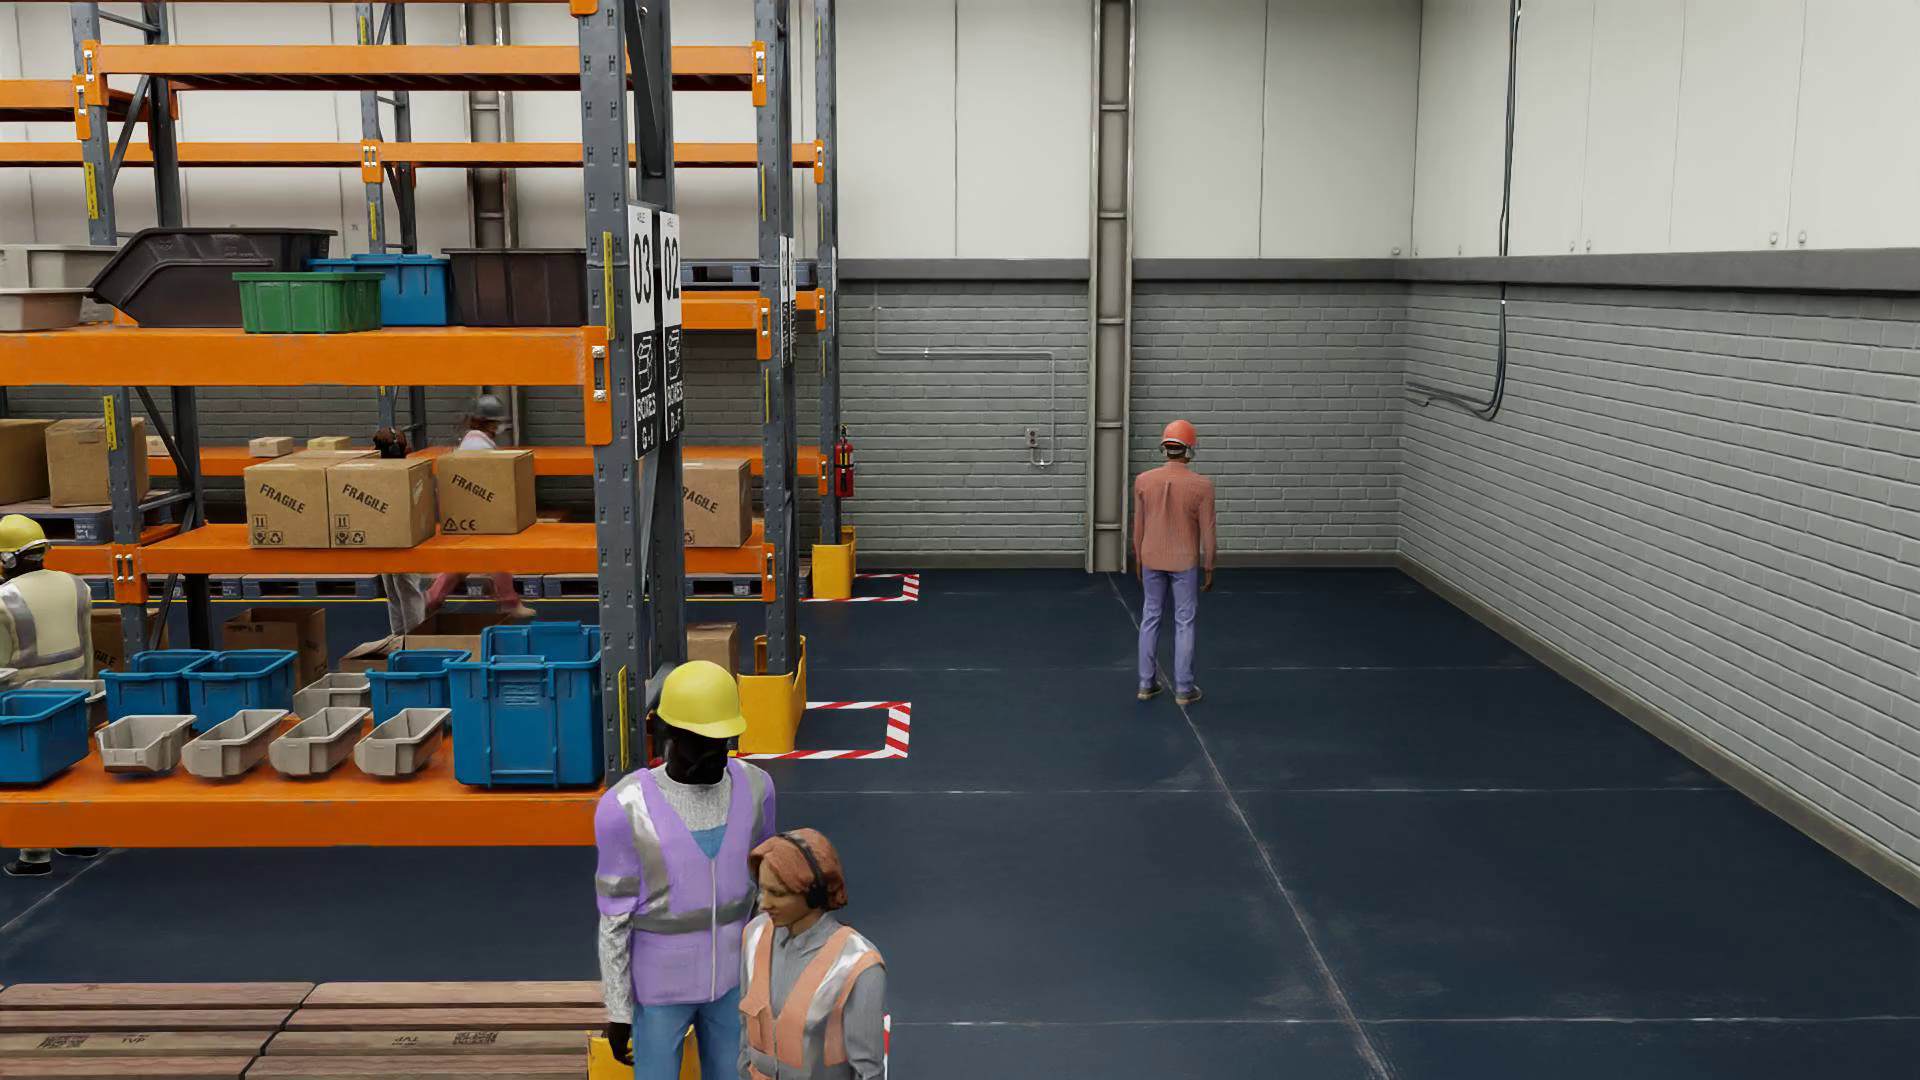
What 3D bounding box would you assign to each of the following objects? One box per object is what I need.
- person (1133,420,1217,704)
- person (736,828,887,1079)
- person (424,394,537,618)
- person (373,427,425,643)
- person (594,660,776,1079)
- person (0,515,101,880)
[{"bbox_3d":[1.513,0.152,11.683,0.612,1.985,0.418,5,10,28],"label":"person"},{"bbox_3d":[-0.381,1.530,4.303,0.524,1.632,0.317,8,12,41],"label":"person"},{"bbox_3d":[-4.186,-0.290,14.201,0.943,2.000,0.720,-2,9,-11],"label":"person"},{"bbox_3d":[-4.302,0.058,12.678,0.429,1.844,0.624,-7,12,-38],"label":"person"},{"bbox_3d":[-0.774,1.287,4.920,0.594,1.917,0.397,-7,11,-35],"label":"person"},{"bbox_3d":[-4.619,0.778,8.331,0.403,1.825,0.597,4,10,21],"label":"person"}]
